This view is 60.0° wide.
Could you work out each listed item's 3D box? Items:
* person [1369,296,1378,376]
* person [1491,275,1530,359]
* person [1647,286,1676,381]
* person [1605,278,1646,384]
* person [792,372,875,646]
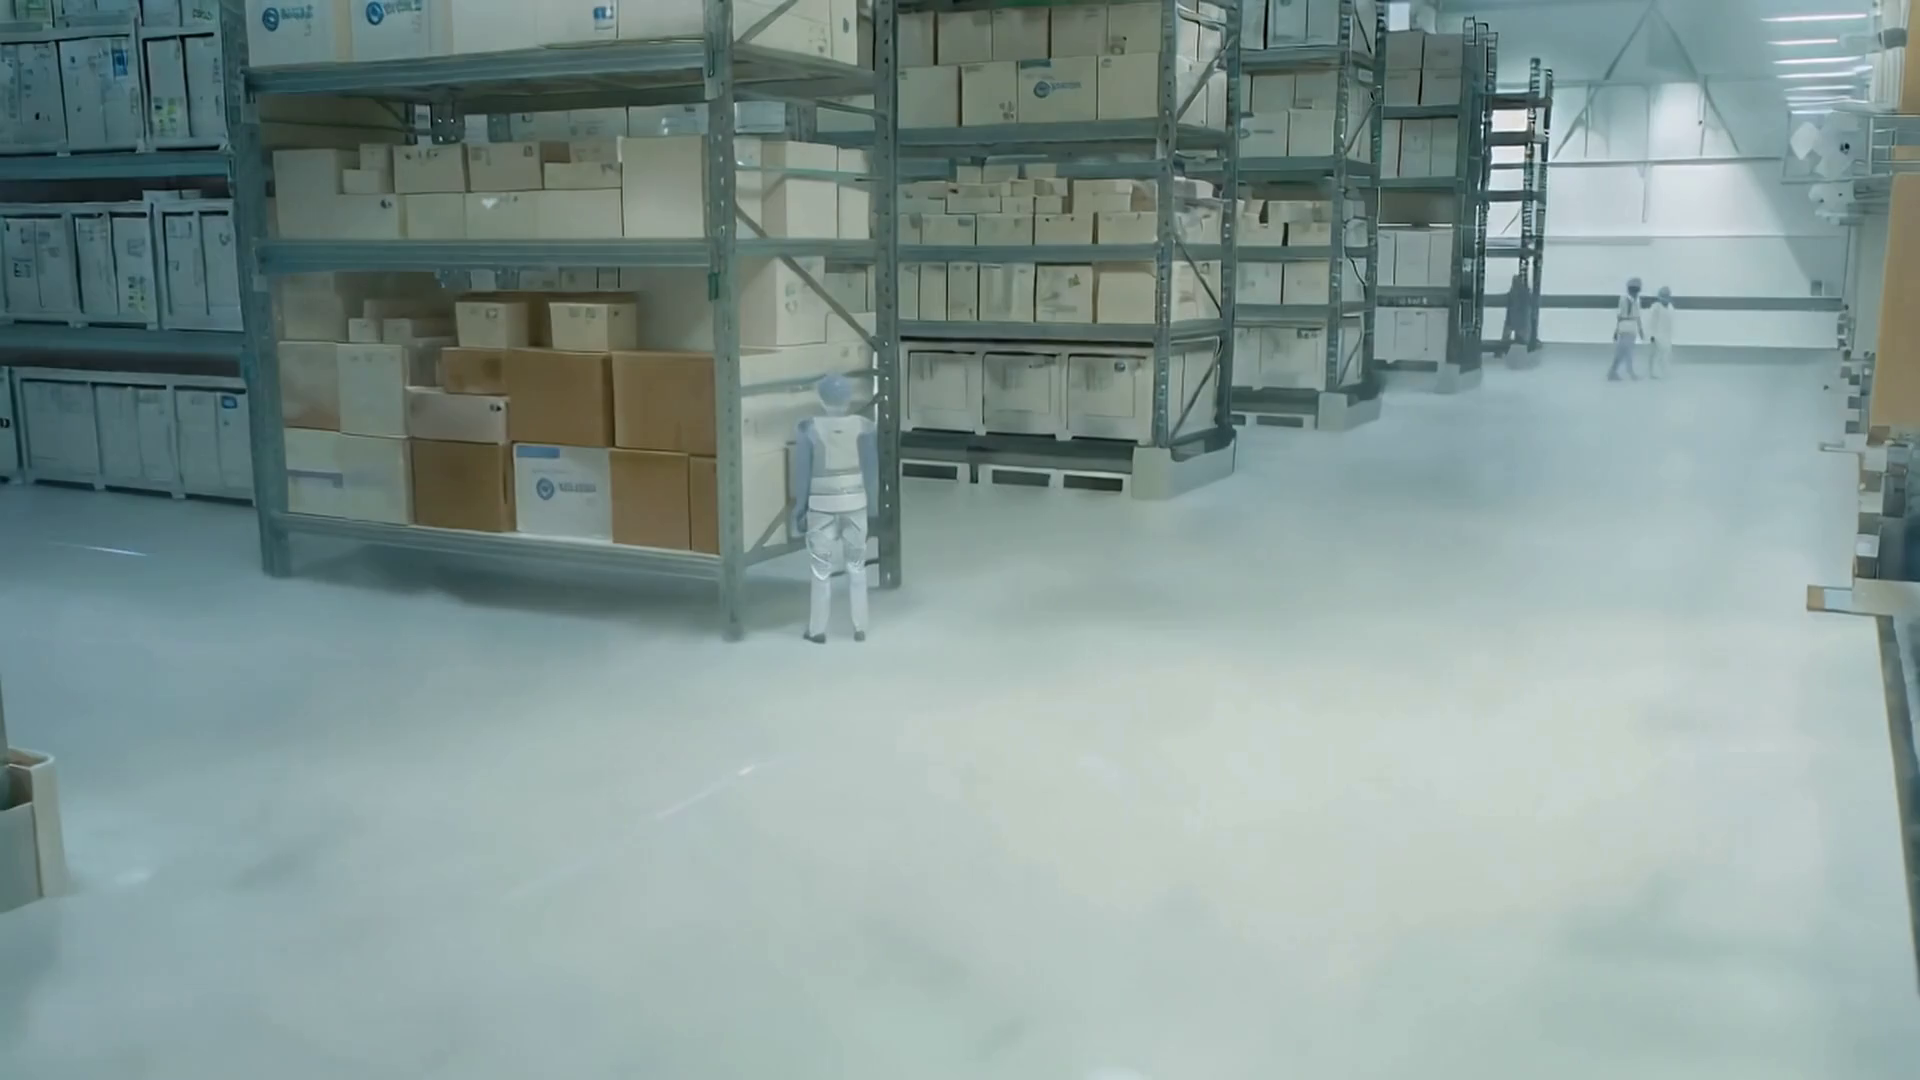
[{"bbox_3d":[7.674,-3.995,31.725,0.774,1.712,0.506,7,12,33],"label":"person"},{"bbox_3d":[12.137,-4.872,36.428,0.644,1.856,0.972,-4,11,-21],"label":"person"},{"bbox_3d":[12.796,-3.740,30.212,0.583,1.728,0.655,-4,10,-21],"label":"person"},{"bbox_3d":[12.018,-3.765,29.950,0.566,1.899,0.870,-6,12,-33],"label":"person"},{"bbox_3d":[-0.742,-0.177,9.888,0.521,1.633,0.316,-4,11,-22],"label":"person"}]
